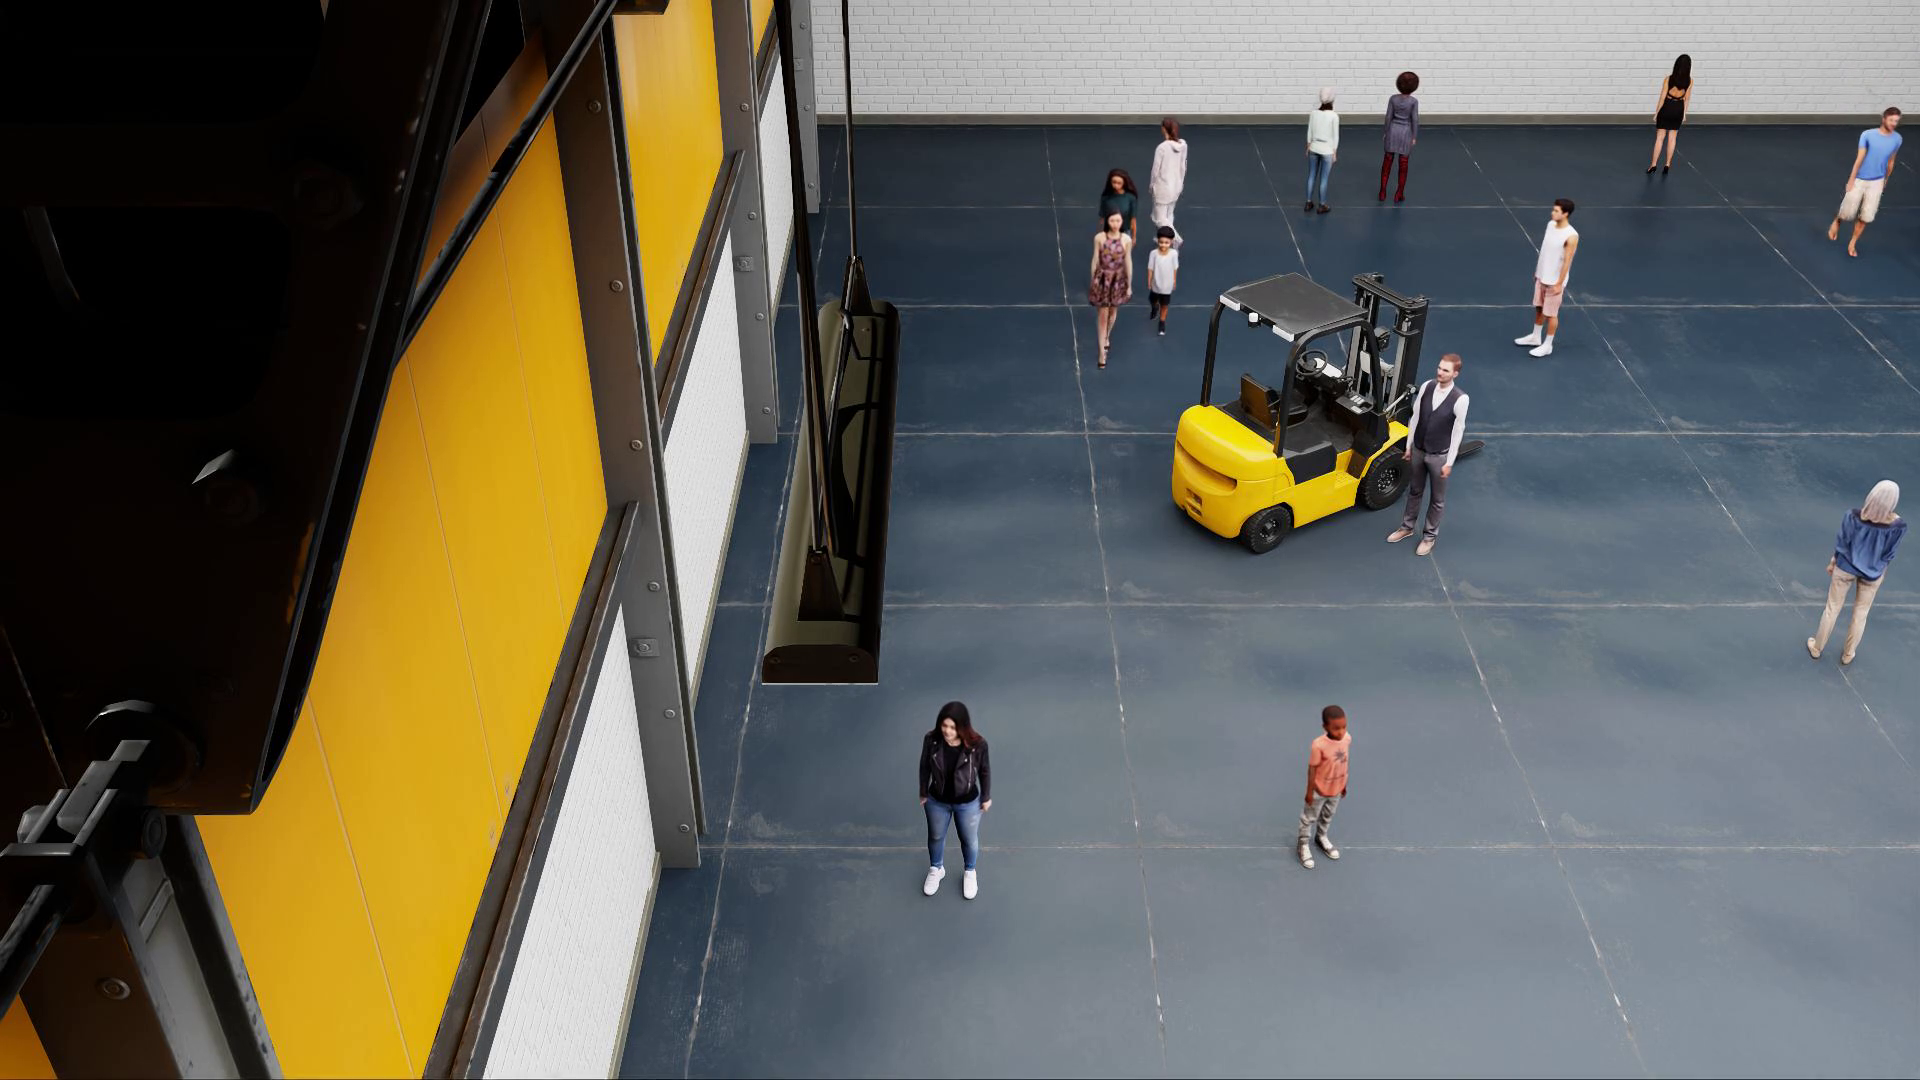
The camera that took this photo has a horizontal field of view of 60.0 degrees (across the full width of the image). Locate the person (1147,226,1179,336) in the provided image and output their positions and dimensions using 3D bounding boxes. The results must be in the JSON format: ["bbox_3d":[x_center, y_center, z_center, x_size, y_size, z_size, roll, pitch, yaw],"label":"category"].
[{"bbox_3d":[2.286,-2.963,18.727,0.532,1.247,0.725,4,34,5],"label":"person"}]

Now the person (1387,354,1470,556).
[{"bbox_3d":[4.224,-0.798,14.846,0.799,1.938,0.734,-28,42,-35],"label":"person"}]

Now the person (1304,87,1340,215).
[{"bbox_3d":[4.677,-5.044,21.496,0.644,1.649,0.678,23,40,30],"label":"person"}]

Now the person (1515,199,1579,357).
[{"bbox_3d":[6.455,-2.869,18.100,0.756,1.786,0.579,-8,34,-12],"label":"person"}]

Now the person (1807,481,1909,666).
[{"bbox_3d":[7.283,0.256,13.478,0.692,1.697,0.690,13,36,19],"label":"person"}]

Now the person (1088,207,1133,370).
[{"bbox_3d":[1.623,-2.785,18.013,0.618,1.742,0.897,1,34,1],"label":"person"}]

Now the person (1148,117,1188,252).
[{"bbox_3d":[2.585,-4.304,20.362,0.916,1.671,1.019,-21,39,-29],"label":"person"}]

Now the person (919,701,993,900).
[{"bbox_3d":[-0.041,1.752,11.286,0.683,1.634,0.609,5,34,8],"label":"person"}]

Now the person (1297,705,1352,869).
[{"bbox_3d":[2.556,1.696,11.661,0.550,1.311,0.575,-14,36,-19],"label":"person"}]

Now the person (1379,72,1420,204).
[{"bbox_3d":[5.757,-5.279,21.792,0.657,1.712,0.651,16,37,23],"label":"person"}]

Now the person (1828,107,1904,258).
[{"bbox_3d":[11.108,-4.440,20.405,0.739,1.851,0.886,6,34,9],"label":"person"}]

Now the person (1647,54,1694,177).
[{"bbox_3d":[9.653,-5.773,22.593,0.600,1.648,0.535,5,34,7],"label":"person"}]

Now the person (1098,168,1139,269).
[{"bbox_3d":[1.843,-3.591,19.355,0.662,1.598,0.724,7,34,11],"label":"person"}]
